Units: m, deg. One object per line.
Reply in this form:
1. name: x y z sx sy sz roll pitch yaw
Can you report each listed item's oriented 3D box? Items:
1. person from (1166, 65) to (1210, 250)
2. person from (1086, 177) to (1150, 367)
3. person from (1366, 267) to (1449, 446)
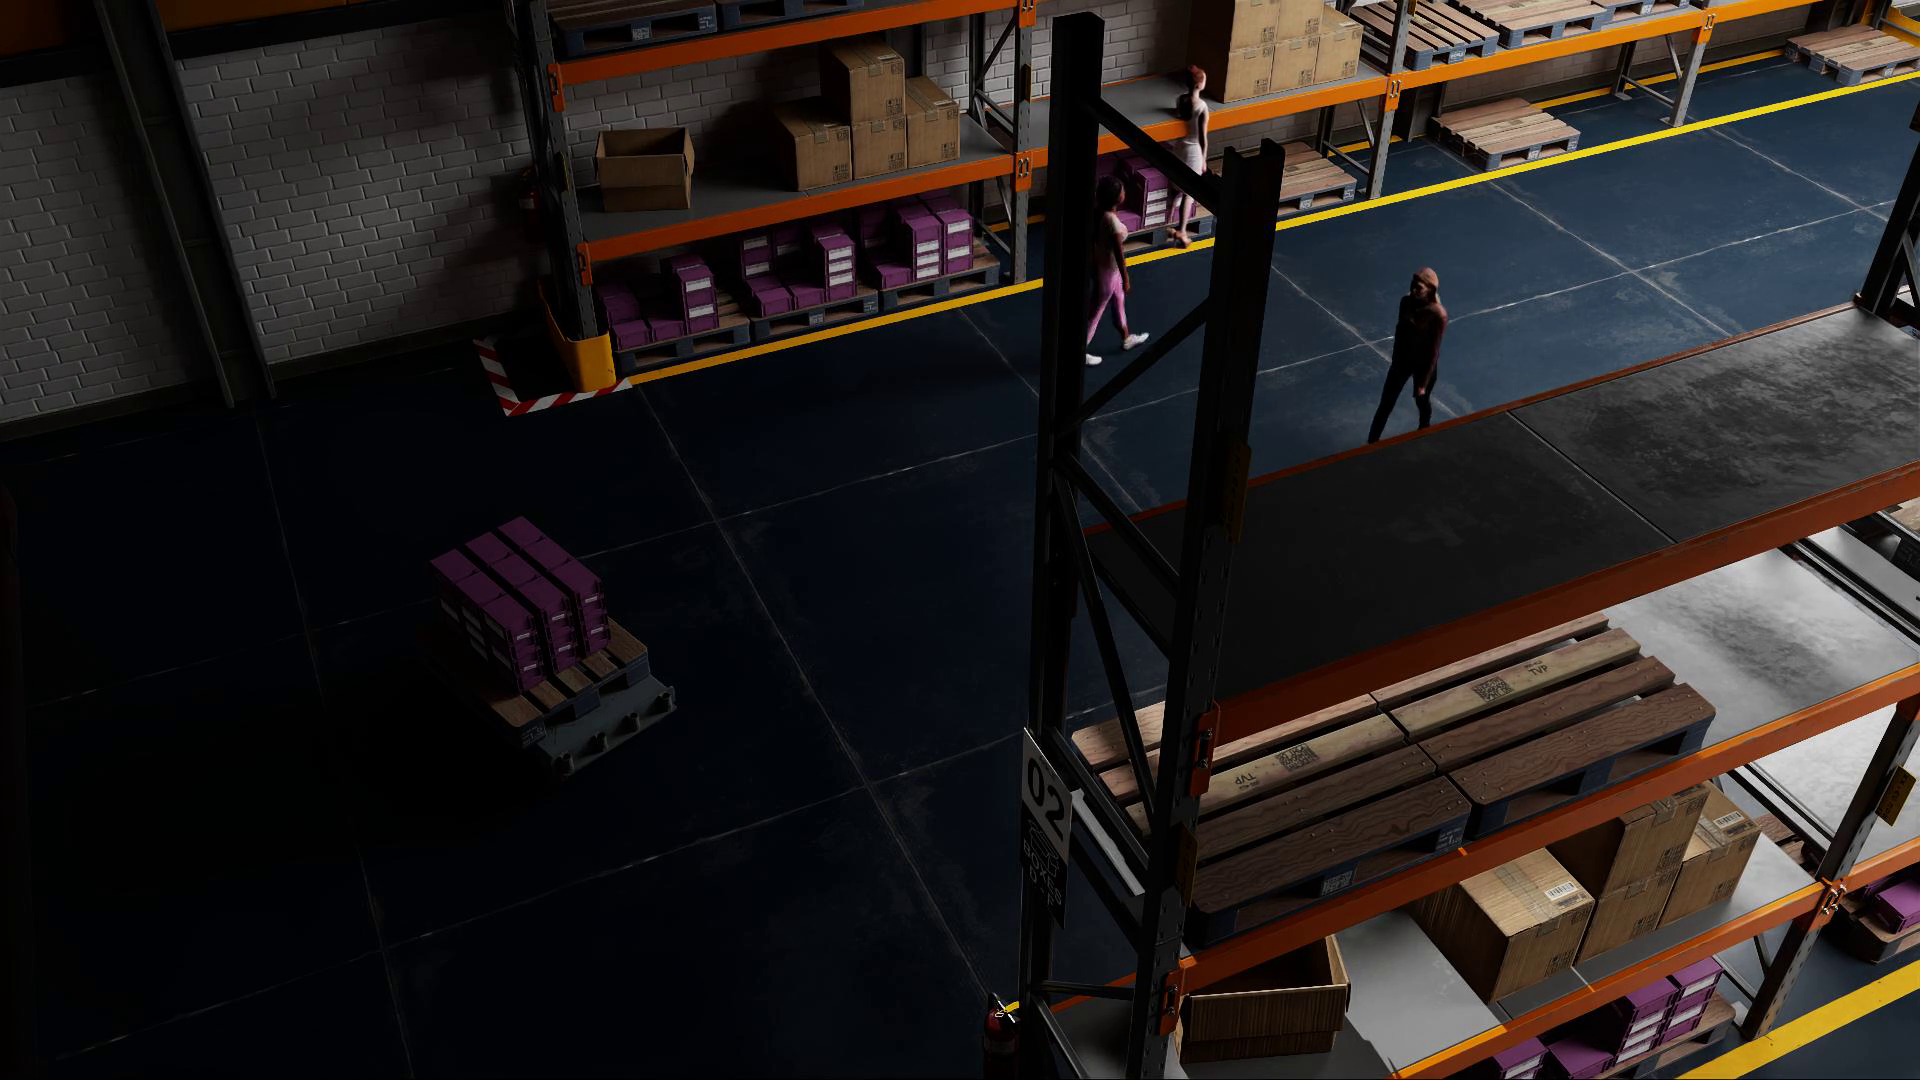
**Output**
1. person: 2.109 -3.558 15.466 0.520 1.792 0.571 -21 43 -24
2. person: 1.119 -2.194 13.820 1.011 1.715 0.695 -10 40 -13
3. person: 3.554 -1.339 12.799 1.145 1.654 0.819 -28 46 -30
